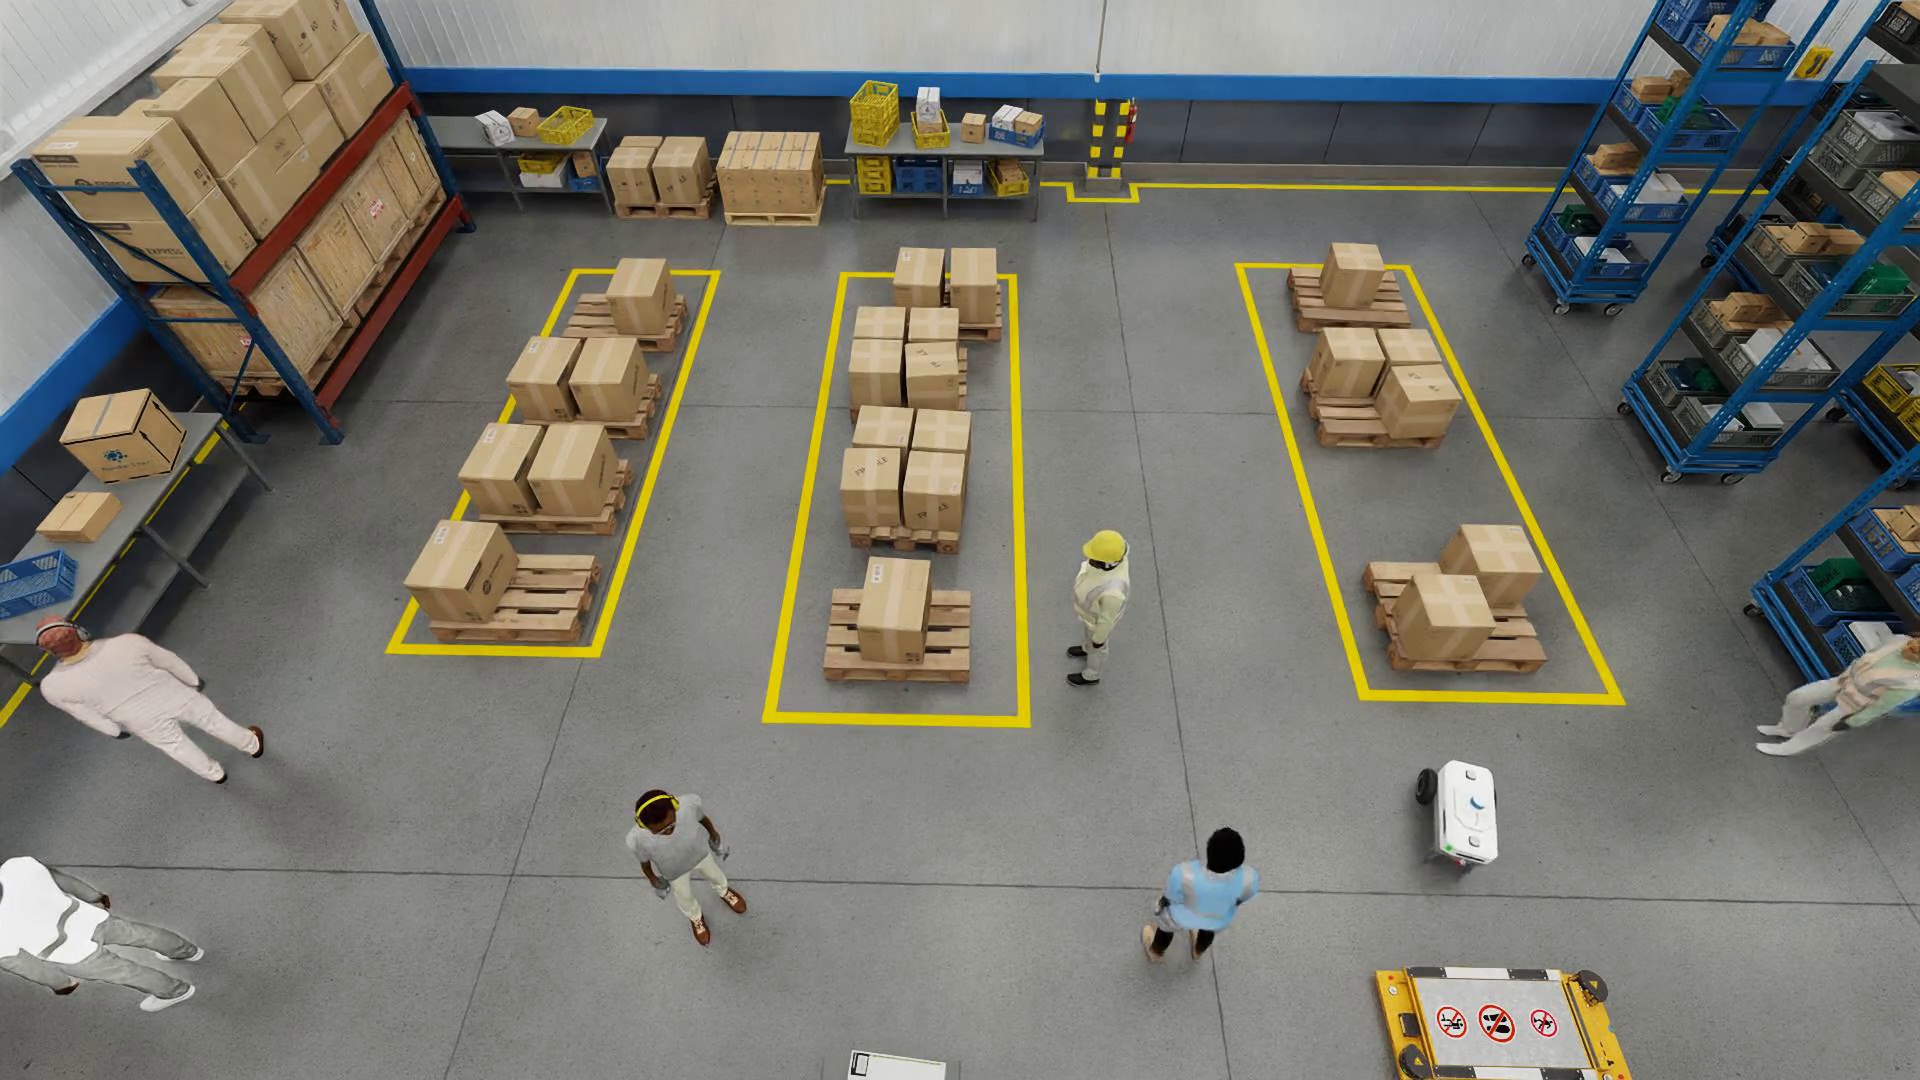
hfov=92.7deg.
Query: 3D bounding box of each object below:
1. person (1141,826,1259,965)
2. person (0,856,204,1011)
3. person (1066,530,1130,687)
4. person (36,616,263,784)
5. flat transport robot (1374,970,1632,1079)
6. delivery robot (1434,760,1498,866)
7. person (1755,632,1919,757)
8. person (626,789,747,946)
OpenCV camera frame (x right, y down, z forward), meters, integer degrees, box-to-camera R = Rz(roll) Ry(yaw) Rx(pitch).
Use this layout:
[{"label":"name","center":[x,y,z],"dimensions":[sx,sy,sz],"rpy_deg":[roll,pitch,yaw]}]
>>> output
[{"label":"person","center":[1.492,2.258,5.722],"dimensions":[0.546,1.673,0.374],"rpy_deg":[1,51,1]},{"label":"person","center":[-5.294,2.372,5.480],"dimensions":[0.372,1.915,0.596],"rpy_deg":[-9,51,-7]},{"label":"person","center":[1.057,0.528,7.045],"dimensions":[0.403,1.827,0.595],"rpy_deg":[2,51,1]},{"label":"person","center":[-5.740,1.134,6.496],"dimensions":[0.403,1.910,0.637],"rpy_deg":[37,60,26]},{"label":"flat transport robot","center":[3.501,3.133,5.914],"dimensions":[1.431,0.197,0.652],"rpy_deg":[1,51,1]},{"label":"delivery robot","center":[3.657,1.976,6.617],"dimensions":[0.477,0.478,0.707],"rpy_deg":[13,52,11]},{"label":"person","center":[6.443,1.147,6.655],"dimensions":[0.388,1.625,0.548],"rpy_deg":[15,52,12]},{"label":"person","center":[-1.714,2.035,5.784],"dimensions":[0.519,1.874,0.327],"rpy_deg":[-34,59,-25]}]
